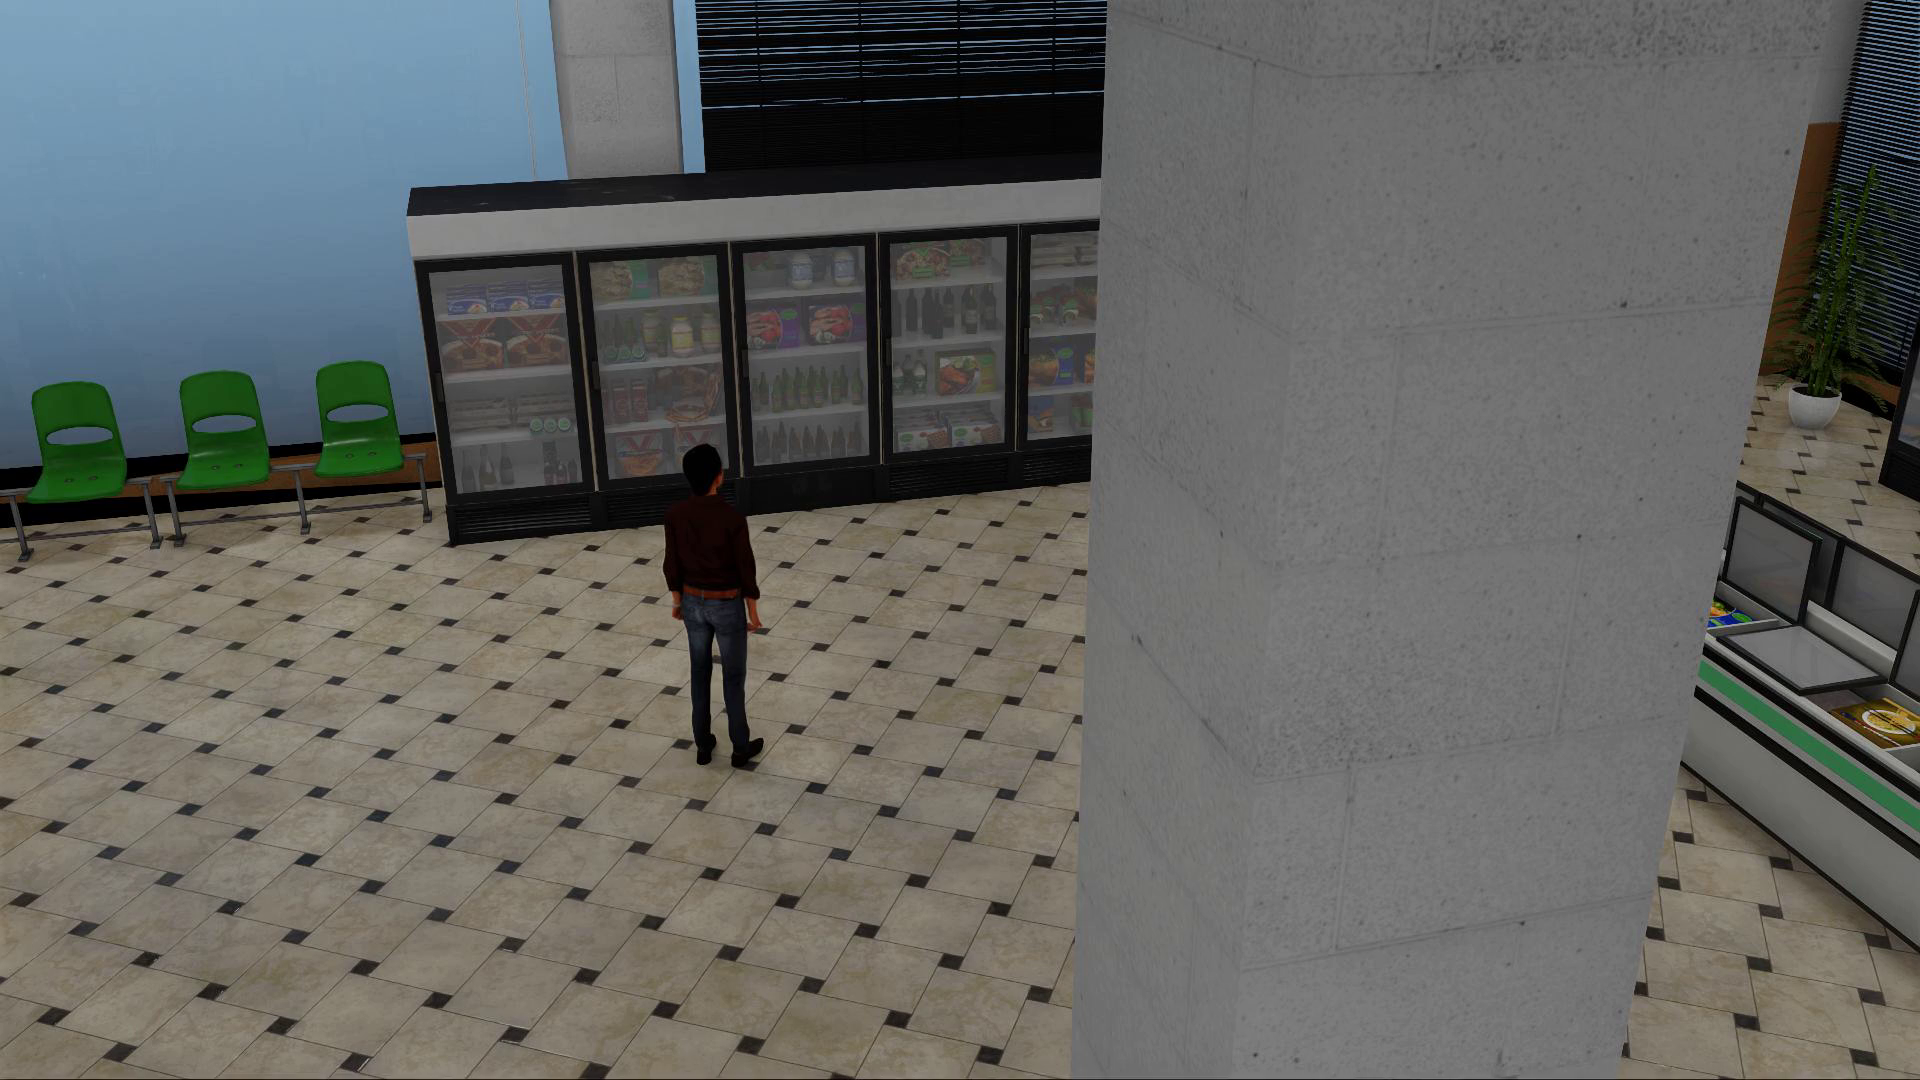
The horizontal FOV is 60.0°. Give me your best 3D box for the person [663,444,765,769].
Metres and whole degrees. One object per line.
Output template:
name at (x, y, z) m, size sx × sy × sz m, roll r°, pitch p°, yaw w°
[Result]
person at (-1.272, 0.350, 8.581) m, size 0.719 × 1.782 × 0.703 m, roll 6°, pitch 24°, yaw 13°
